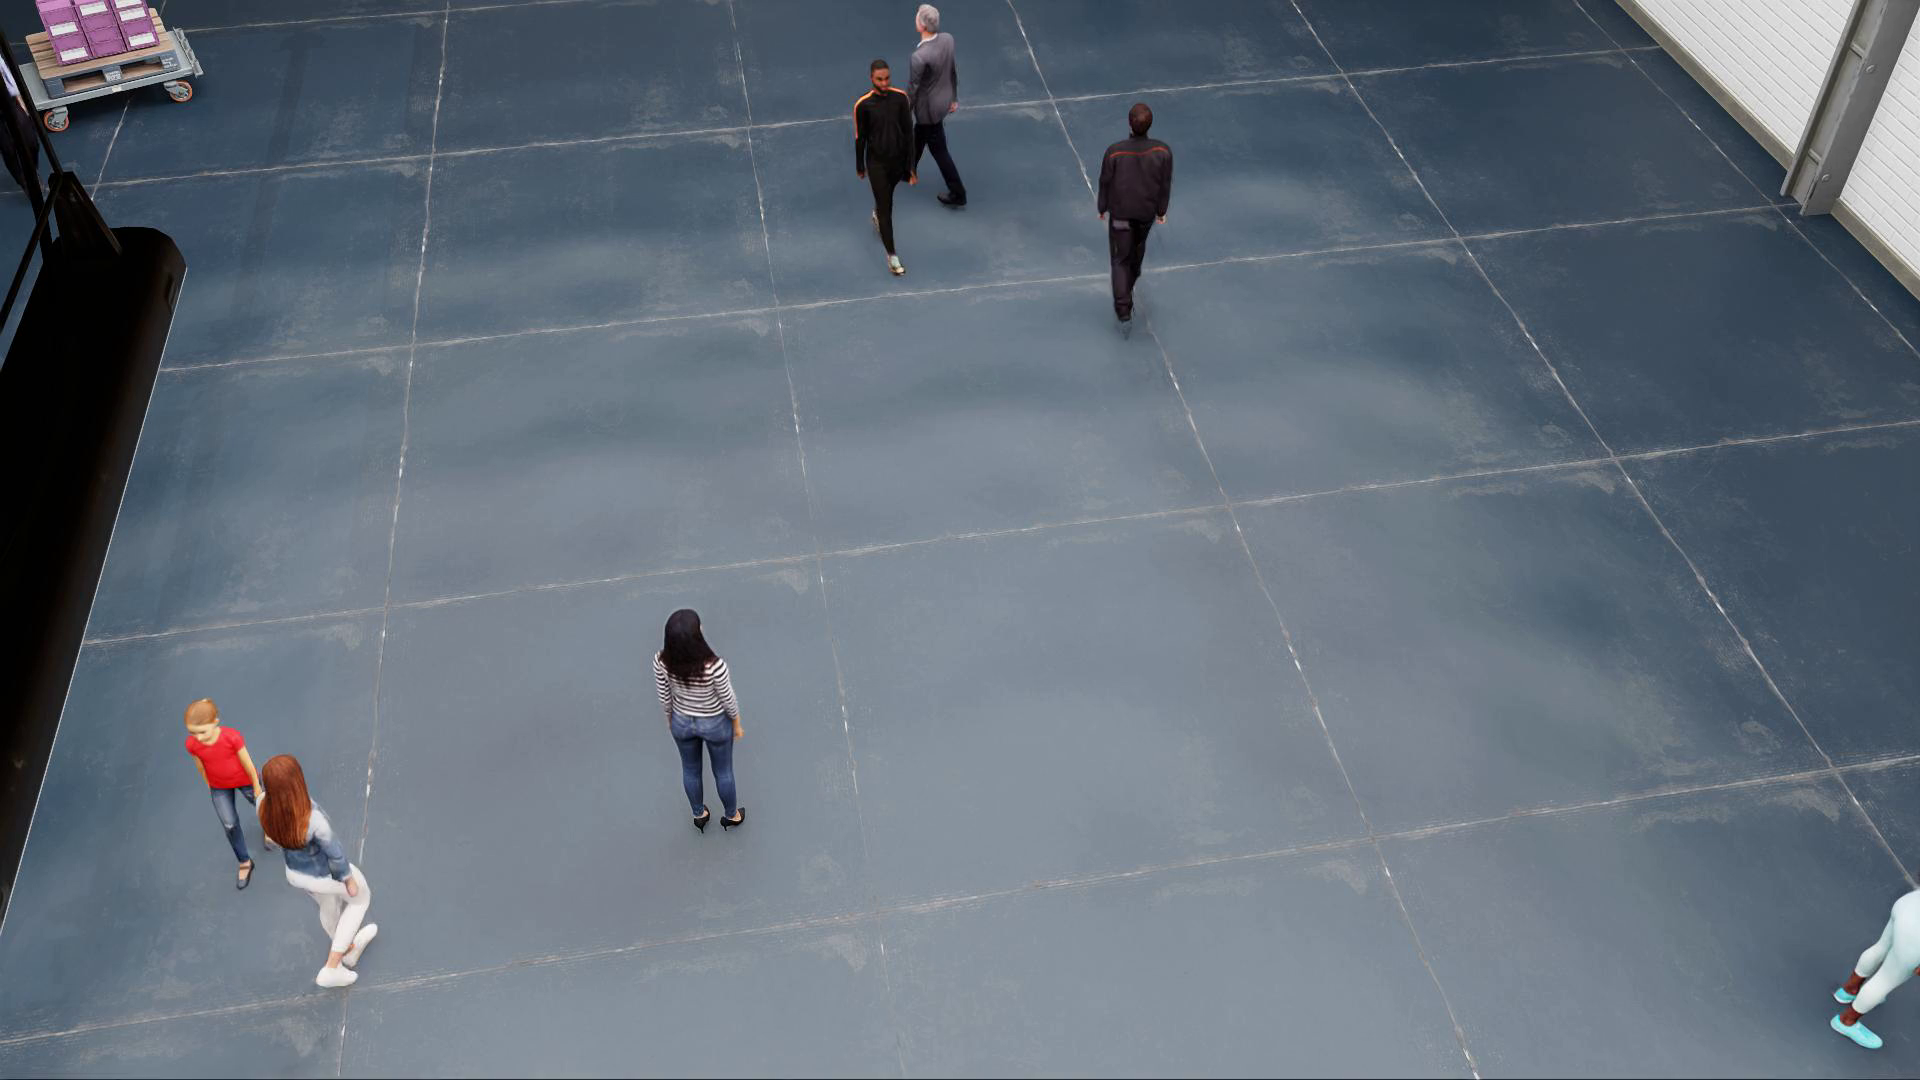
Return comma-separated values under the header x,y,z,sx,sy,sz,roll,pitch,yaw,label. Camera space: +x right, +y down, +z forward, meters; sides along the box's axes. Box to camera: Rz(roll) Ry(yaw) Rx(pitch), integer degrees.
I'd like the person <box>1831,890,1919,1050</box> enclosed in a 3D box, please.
x,y,z,sx,sy,sz,roll,pitch,yaw,label
4.899,1.977,8.490,0.700,1.725,0.598,12,45,12,person

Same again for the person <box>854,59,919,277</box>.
x,y,z,sx,sy,sz,roll,pitch,yaw,label
-0.639,-3.208,13.907,0.816,1.759,1.246,-17,46,-17,person

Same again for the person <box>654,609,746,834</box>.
x,y,z,sx,sy,sz,roll,pitch,yaw,label
-1.464,1.052,9.408,0.631,1.797,0.578,6,44,6,person

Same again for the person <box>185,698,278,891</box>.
x,y,z,sx,sy,sz,roll,pitch,yaw,label
-4.129,1.317,9.494,0.485,1.295,0.710,-9,44,-10,person

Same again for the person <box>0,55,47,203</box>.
x,y,z,sx,sy,sz,roll,pitch,yaw,label
-8.369,-3.711,14.462,0.833,1.722,0.794,34,53,30,person

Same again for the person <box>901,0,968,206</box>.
x,y,z,sx,sy,sz,roll,pitch,yaw,label
-0.187,-3.716,14.420,1.262,1.789,1.243,22,48,22,person

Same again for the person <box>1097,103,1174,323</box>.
x,y,z,sx,sy,sz,roll,pitch,yaw,label
1.372,-2.560,13.191,0.793,1.809,1.151,-3,44,-4,person

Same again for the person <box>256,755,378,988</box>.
x,y,z,sx,sy,sz,roll,pitch,yaw,label
-3.404,1.797,8.704,0.811,1.691,0.889,15,46,16,person
